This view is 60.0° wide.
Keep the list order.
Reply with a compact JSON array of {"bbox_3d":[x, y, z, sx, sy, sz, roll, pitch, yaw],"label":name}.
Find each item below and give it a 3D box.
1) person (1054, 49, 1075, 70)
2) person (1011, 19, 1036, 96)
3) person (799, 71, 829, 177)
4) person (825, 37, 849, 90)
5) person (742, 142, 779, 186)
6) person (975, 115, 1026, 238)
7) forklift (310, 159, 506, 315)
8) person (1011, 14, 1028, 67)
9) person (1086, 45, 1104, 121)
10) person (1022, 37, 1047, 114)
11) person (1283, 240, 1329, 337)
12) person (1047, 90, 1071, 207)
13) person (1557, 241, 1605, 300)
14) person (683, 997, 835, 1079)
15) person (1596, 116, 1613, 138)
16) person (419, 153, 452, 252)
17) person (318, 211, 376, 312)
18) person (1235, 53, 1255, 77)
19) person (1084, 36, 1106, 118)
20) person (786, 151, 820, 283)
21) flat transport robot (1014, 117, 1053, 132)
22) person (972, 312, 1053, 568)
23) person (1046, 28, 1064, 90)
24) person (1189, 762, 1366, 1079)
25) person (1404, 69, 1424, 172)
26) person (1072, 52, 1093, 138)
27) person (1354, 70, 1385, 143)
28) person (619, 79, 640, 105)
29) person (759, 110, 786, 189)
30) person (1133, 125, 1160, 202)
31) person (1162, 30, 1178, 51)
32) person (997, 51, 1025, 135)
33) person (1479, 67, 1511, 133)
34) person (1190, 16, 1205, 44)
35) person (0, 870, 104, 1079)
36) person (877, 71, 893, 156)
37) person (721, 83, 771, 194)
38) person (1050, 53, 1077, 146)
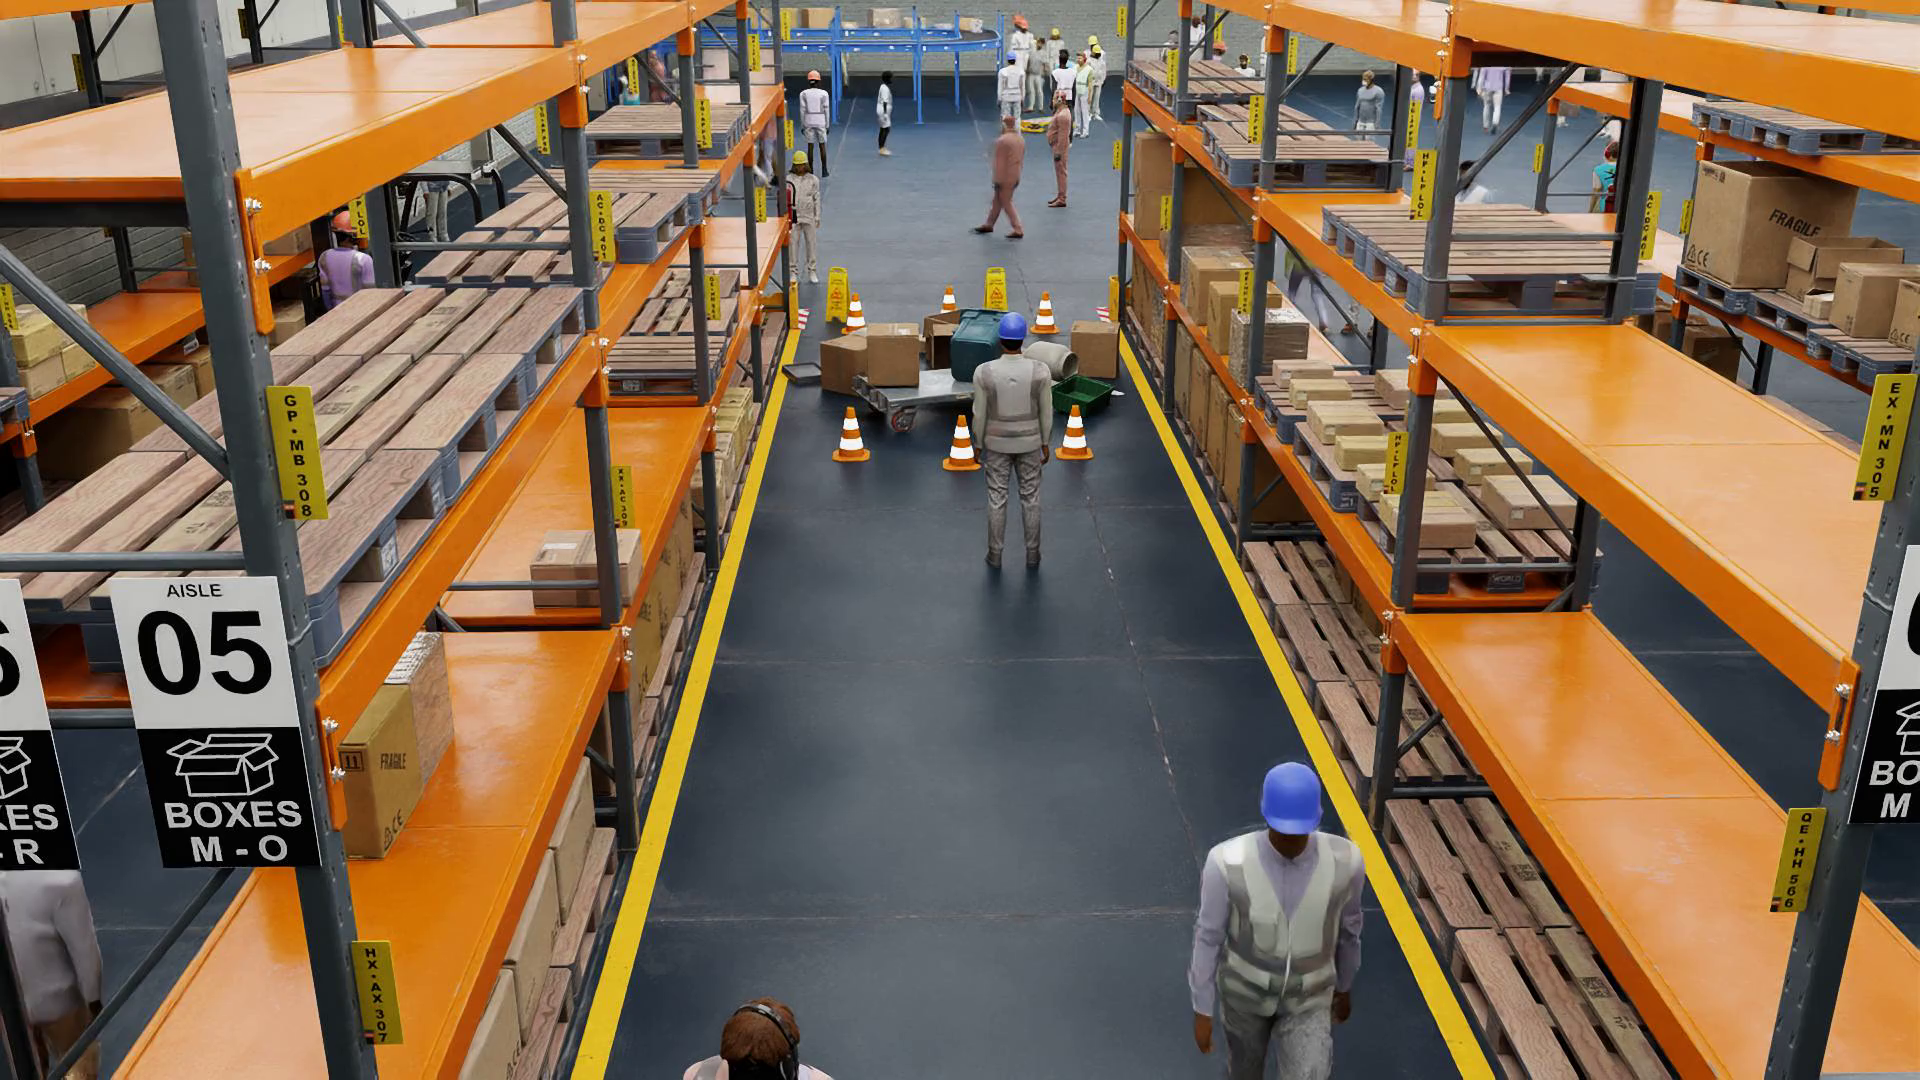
[{"bbox_3d":[2.453,-10.732,39.278,0.568,1.633,0.879,-11,23,-27],"label":"person"},{"bbox_3d":[1.734,-12.921,44.575,0.640,1.976,1.030,-9,23,-23],"label":"person"},{"bbox_3d":[-2.696,-7.730,30.946,0.545,1.927,0.385,0,21,0],"label":"person"},{"bbox_3d":[-3.406,-13.351,46.226,0.638,1.628,0.356,1,21,3],"label":"person"},{"bbox_3d":[-3.621,-7.378,30.044,0.871,1.899,0.566,9,22,22],"label":"person"},{"bbox_3d":[0.607,-5.523,25.251,0.825,1.838,0.670,12,24,30],"label":"person"},{"bbox_3d":[-5.622,-2.910,17.832,2.313,2.155,1.214,-1,21,-1],"label":"forklift"},{"bbox_3d":[1.597,-13.406,45.788,0.386,2.039,0.616,-18,27,-39],"label":"person"},{"bbox_3d":[3.202,-10.840,39.431,0.484,1.736,0.306,-11,23,-27],"label":"person"},{"bbox_3d":[1.801,-11.342,40.635,0.667,1.833,0.338,11,23,27],"label":"person"},{"bbox_3d":[4.041,-3.164,19.343,0.530,1.593,0.735,-2,21,-5],"label":"person"},{"bbox_3d":[1.651,-6.546,27.843,0.407,1.910,0.638,2,21,4],"label":"person"},{"bbox_3d":[5.624,-1.802,15.190,0.638,1.981,1.061,3,21,7],"label":"person"},{"bbox_3d":[-0.564,2.159,4.925,0.627,1.844,0.429,5,21,14],"label":"person"},{"bbox_3d":[14.177,-9.679,36.341,0.345,1.746,0.573,-1,21,-2],"label":"person"},{"bbox_3d":[-7.629,-5.136,24.224,0.403,1.830,0.587,8,22,19],"label":"person"},{"bbox_3d":[-5.794,-2.139,16.004,0.615,2.040,0.391,7,22,18],"label":"person"},{"bbox_3d":[6.030,-9.428,35.521,0.517,1.864,0.335,8,22,20],"label":"person"},{"bbox_3d":[3.173,-11.072,39.793,0.629,1.910,0.469,1,21,3],"label":"person"},{"bbox_3d":[-2.096,-4.279,22.078,0.491,1.744,0.295,-3,21,-8],"label":"person"},{"bbox_3d":[1.893,-9.451,37.796,0.652,0.197,1.431,17,26,37],"label":"flat transport robot"},{"bbox_3d":[0.389,-0.731,12.412,0.604,1.949,0.389,-1,21,-3],"label":"person"},{"bbox_3d":[2.581,-12.933,44.984,0.499,1.725,0.683,0,21,-1],"label":"person"},{"bbox_3d":[1.155,1.699,6.052,0.635,1.896,0.986,1,21,3],"label":"person"},{"bbox_3d":[8.557,-7.981,31.639,0.403,1.904,0.651,1,21,2],"label":"person"},{"bbox_3d":[2.668,-9.724,36.347,0.389,1.837,0.561,-18,27,-39],"label":"person"},{"bbox_3d":[7.623,-7.786,31.093,0.366,1.925,0.643,-13,24,-31],"label":"person"},{"bbox_3d":[-6.152,-7.820,31.386,0.507,1.794,1.028,0,21,1],"label":"person"},{"bbox_3d":[-3.337,-7.149,29.632,0.525,1.769,0.309,-7,22,-18],"label":"person"},{"bbox_3d":[2.782,-4.985,23.767,0.615,1.895,0.959,8,22,19],"label":"person"},{"bbox_3d":[5.323,-11.779,41.666,0.587,1.914,0.392,0,21,-1],"label":"person"},{"bbox_3d":[1.083,-9.329,35.161,0.601,1.939,0.410,-6,22,-16],"label":"person"},{"bbox_3d":[11.930,-10.072,37.161,0.638,1.914,0.883,6,22,16],"label":"person"},{"bbox_3d":[6.839,-14.331,48.489,0.582,1.864,0.489,1,21,3],"label":"person"},{"bbox_3d":[-3.521,1.705,6.273,0.579,1.737,0.534,-2,21,-4],"label":"person"},{"bbox_3d":[-1.513,-8.630,33.656,0.332,1.684,0.592,0,21,-1],"label":"person"},{"bbox_3d":[-3.823,-6.986,28.959,0.936,1.967,0.623,9,22,22],"label":"person"},{"bbox_3d":[2.173,-9.226,34.911,0.597,1.916,0.371,-10,23,-24],"label":"person"}]
